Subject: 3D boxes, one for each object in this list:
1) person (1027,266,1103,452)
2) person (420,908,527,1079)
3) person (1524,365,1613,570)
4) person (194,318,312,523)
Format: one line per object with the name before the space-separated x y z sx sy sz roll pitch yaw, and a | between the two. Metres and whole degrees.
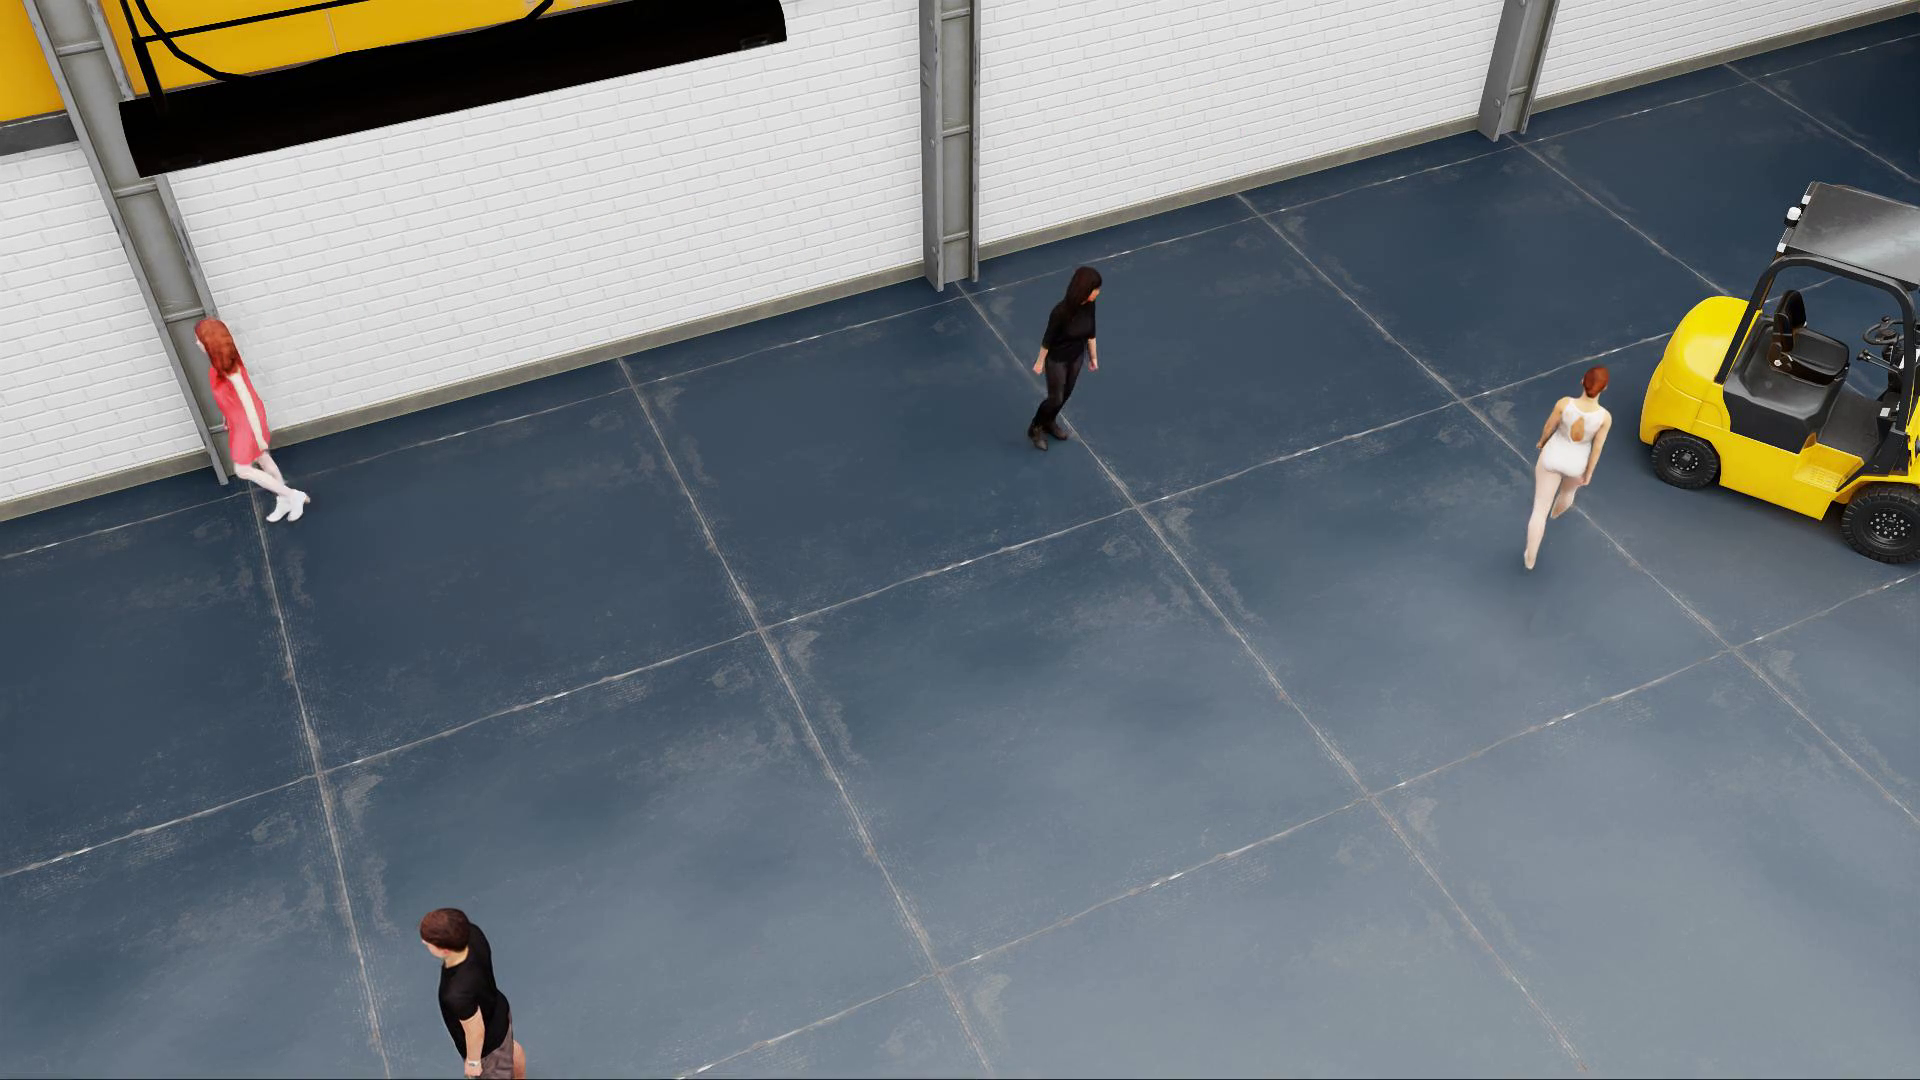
person | 0.733 -1.383 12.513 0.642 1.610 0.752 -19 47 -19
person | -2.393 2.422 8.336 0.663 1.862 0.720 -8 44 -9
person | 4.184 -0.475 11.567 1.002 1.599 1.078 15 46 15
person | -4.965 -0.843 11.797 0.620 1.815 0.595 -19 47 -19
